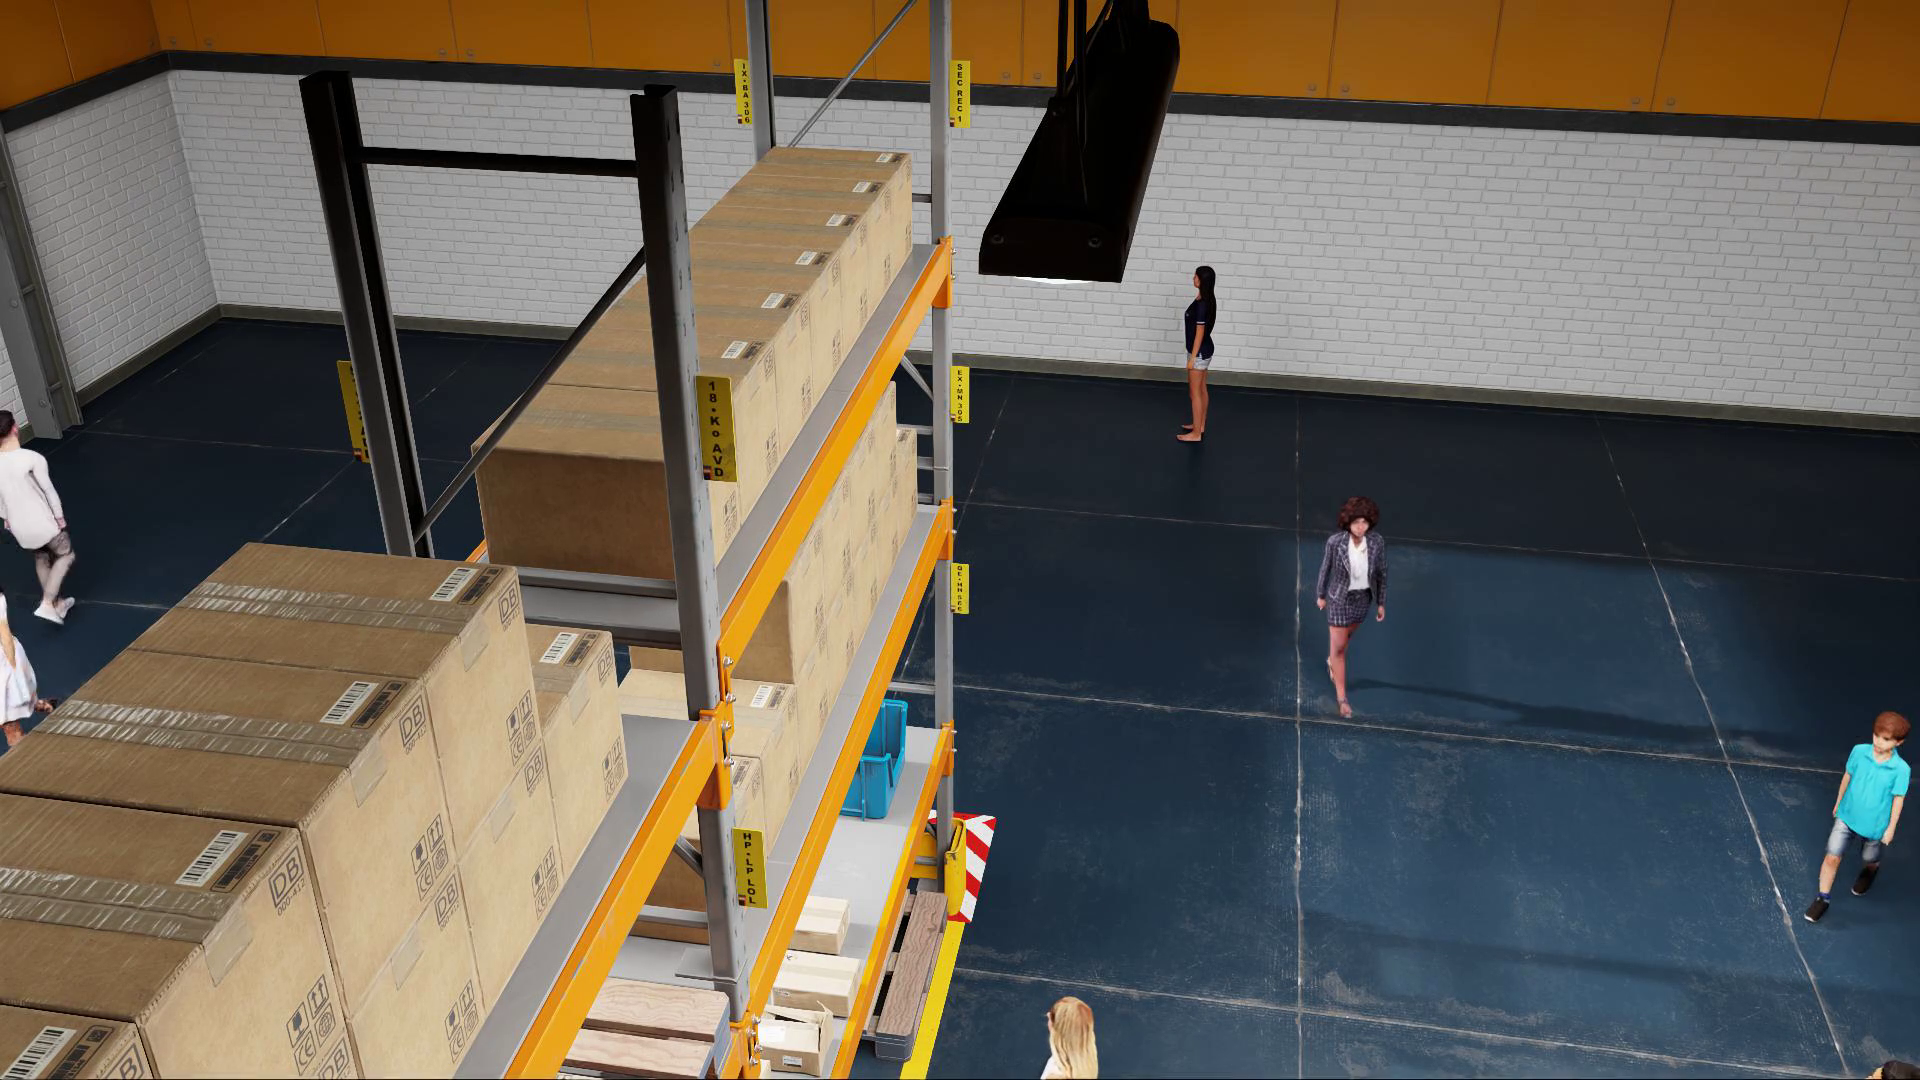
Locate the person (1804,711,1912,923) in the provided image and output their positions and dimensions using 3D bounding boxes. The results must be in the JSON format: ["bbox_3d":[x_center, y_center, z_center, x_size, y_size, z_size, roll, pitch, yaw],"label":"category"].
[{"bbox_3d":[5.552,1.660,10.141,0.980,1.425,0.869,-23,36,-36],"label":"person"}]

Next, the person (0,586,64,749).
[{"bbox_3d":[-6.428,0.857,11.226,0.638,1.797,0.961,5,29,10],"label":"person"}]

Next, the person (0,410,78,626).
[{"bbox_3d":[-7.264,-0.117,12.983,0.709,1.824,0.860,2,29,4],"label":"person"}]

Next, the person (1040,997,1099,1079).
[{"bbox_3d":[0.496,2.799,7.660,0.740,1.803,0.598,12,31,22],"label":"person"}]

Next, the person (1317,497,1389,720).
[{"bbox_3d":[2.832,0.415,12.184,0.798,1.656,1.116,-3,29,-5],"label":"person"}]

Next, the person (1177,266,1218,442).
[{"bbox_3d":[2.333,-1.814,16.153,0.673,1.766,0.516,10,30,18],"label":"person"}]
